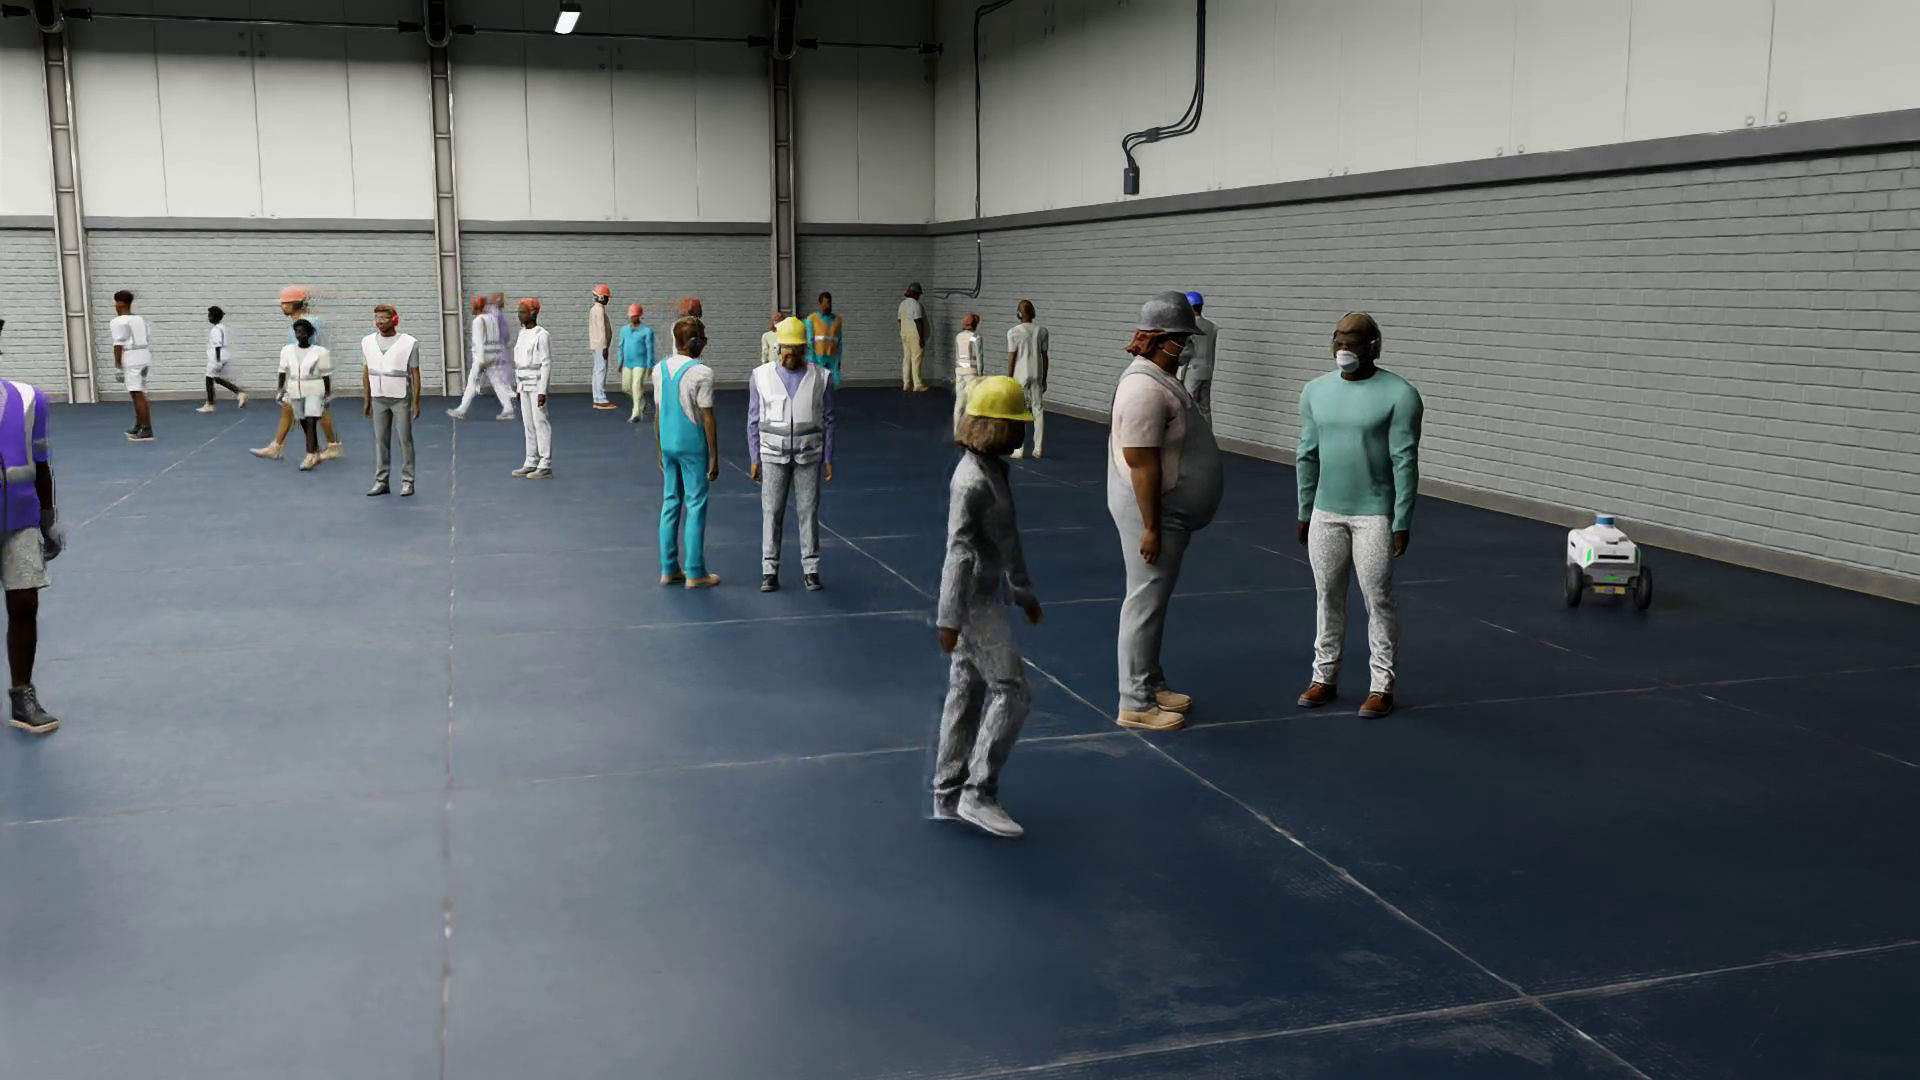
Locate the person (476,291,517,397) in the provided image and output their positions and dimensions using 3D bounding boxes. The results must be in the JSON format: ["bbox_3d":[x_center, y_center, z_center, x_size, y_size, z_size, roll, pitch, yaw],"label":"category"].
[{"bbox_3d":[-8.200,-3.442,29.283,0.795,1.881,0.664,-3,9,-19],"label":"person"}]

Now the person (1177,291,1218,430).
[{"bbox_3d":[2.698,-1.882,19.117,0.603,1.946,0.389,-8,12,-41],"label":"person"}]

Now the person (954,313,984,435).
[{"bbox_3d":[0.119,-2.185,22.070,0.316,1.630,0.509,-8,12,-41],"label":"person"}]

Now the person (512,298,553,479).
[{"bbox_3d":[-4.474,-1.579,17.383,0.356,1.884,0.574,-8,12,-42],"label":"person"}]

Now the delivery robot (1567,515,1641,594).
[{"bbox_3d":[4.139,0.081,10.704,0.477,0.478,0.707,2,9,11],"label":"delivery robot"}]

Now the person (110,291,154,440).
[{"bbox_3d":[-10.745,-2.254,21.556,0.640,1.929,0.613,1,9,9],"label":"person"}]

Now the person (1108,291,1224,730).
[{"bbox_3d":[0.960,-0.149,7.760,0.535,2.000,0.683,2,9,10],"label":"person"}]

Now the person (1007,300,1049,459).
[{"bbox_3d":[0.779,-1.860,19.310,0.506,1.842,0.346,-3,9,-18],"label":"person"}]

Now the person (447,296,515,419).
[{"bbox_3d":[-7.090,-2.690,24.644,1.015,1.826,0.607,1,9,6],"label":"person"}]

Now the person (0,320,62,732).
[{"bbox_3d":[-4.405,-0.073,7.581,0.500,1.942,0.633,7,11,37],"label":"person"}]

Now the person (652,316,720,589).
[{"bbox_3d":[-1.830,-0.582,11.193,0.516,1.835,0.357,5,10,31],"label":"person"}]

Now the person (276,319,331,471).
[{"bbox_3d":[-7.182,-1.605,18.279,0.541,1.654,0.882,1,9,3],"label":"person"}]

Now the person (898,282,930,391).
[{"bbox_3d":[-0.827,-3.796,31.022,0.537,2.000,0.679,-6,11,-34],"label":"person"}]

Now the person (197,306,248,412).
[{"bbox_3d":[-11.625,-2.837,26.094,0.689,1.662,0.541,-2,9,-13],"label":"person"}]

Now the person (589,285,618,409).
[{"bbox_3d":[-5.768,-3.107,26.781,0.384,1.993,0.609,-4,10,-24],"label":"person"}]

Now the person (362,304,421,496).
[{"bbox_3d":[-5.451,-1.342,15.986,0.564,1.847,0.396,1,9,7],"label":"person"}]

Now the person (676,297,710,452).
[{"bbox_3d":[-3.272,-1.980,19.979,0.554,1.868,0.591,0,9,0],"label":"person"}]

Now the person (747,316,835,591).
[{"bbox_3d":[-1.123,-0.568,11.094,0.586,1.833,0.403,-1,9,-7],"label":"person"}]

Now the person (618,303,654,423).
[{"bbox_3d":[-4.728,-2.593,24.301,0.597,1.735,0.633,5,10,27],"label":"person"}]

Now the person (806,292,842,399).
[{"bbox_3d":[-1.977,-2.675,24.321,0.595,1.899,0.462,-6,10,-32],"label":"person"}]

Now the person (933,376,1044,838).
[{"bbox_3d":[0.113,0.249,6.217,0.527,1.722,0.499,1,9,8],"label":"person"}]

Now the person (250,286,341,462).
[{"bbox_3d":[-7.563,-1.861,18.836,1.024,1.990,0.626,-6,11,-32],"label":"person"}]

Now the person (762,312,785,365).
[{"bbox_3d":[-2.508,-2.357,23.176,0.514,1.623,0.289,0,9,-2],"label":"person"}]

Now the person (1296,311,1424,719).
[{"bbox_3d":[1.886,-0.120,7.945,0.625,1.931,0.378,7,12,40],"label":"person"}]
